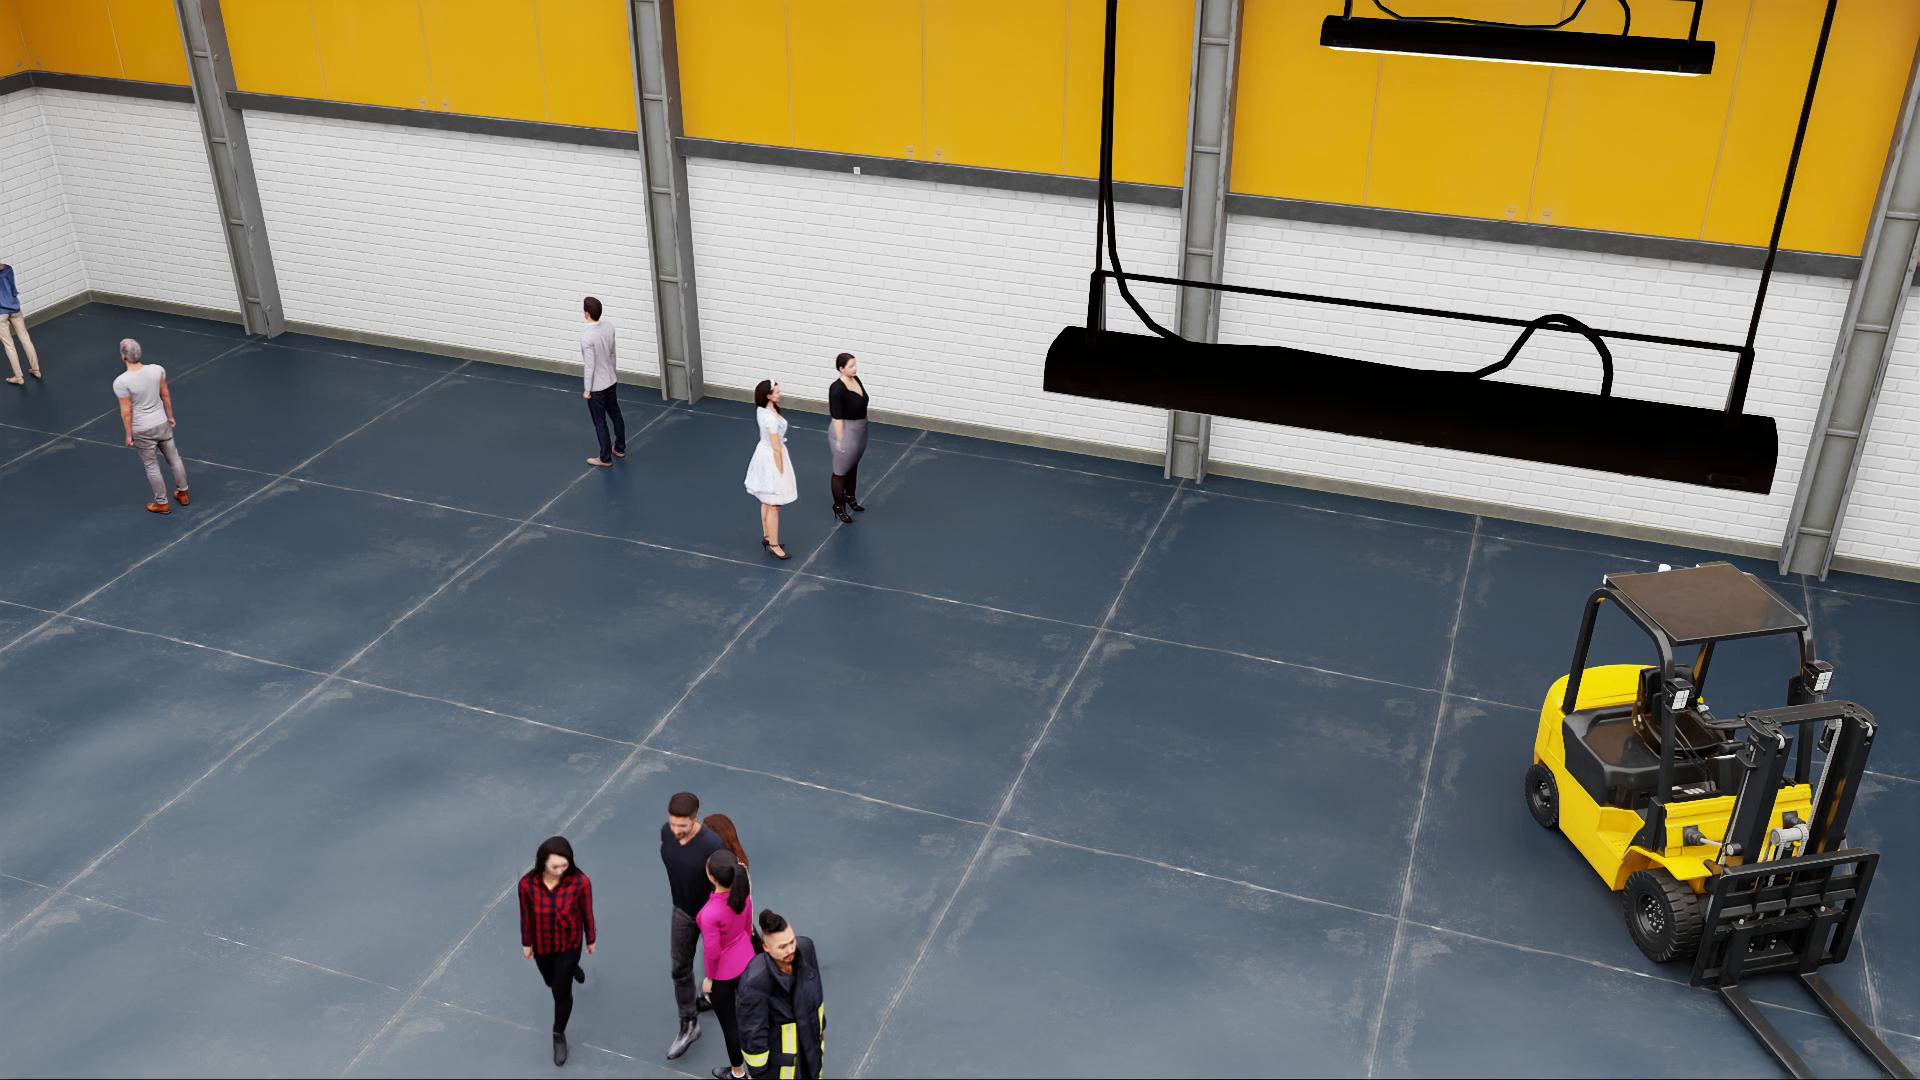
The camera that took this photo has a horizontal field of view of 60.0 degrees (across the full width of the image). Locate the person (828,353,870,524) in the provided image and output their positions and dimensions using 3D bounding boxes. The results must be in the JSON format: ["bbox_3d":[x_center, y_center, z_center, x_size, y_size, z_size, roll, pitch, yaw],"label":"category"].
[{"bbox_3d":[-1.124,-1.036,16.468,0.622,1.760,0.668,12,31,21],"label":"person"}]

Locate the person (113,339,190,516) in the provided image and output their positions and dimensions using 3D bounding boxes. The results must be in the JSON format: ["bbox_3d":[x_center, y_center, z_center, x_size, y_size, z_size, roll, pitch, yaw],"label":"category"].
[{"bbox_3d":[-8.070,-1.141,16.585,0.640,1.832,0.739,17,33,29],"label":"person"}]

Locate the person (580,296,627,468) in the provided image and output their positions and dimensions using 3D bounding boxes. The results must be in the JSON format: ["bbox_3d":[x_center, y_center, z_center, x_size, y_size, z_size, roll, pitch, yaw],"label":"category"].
[{"bbox_3d":[-3.794,-1.683,17.559,0.579,1.852,0.692,12,31,22],"label":"person"}]

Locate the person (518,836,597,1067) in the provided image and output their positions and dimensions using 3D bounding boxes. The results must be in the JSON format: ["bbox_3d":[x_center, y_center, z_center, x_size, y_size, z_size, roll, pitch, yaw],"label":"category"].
[{"bbox_3d":[-2.478,2.424,10.271,0.969,1.620,0.911,-1,29,-2],"label":"person"}]

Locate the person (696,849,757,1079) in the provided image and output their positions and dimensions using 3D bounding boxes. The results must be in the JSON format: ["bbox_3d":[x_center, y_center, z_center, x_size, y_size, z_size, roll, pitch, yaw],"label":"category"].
[{"bbox_3d":[-1.366,2.548,9.962,0.617,1.698,0.630,16,32,27],"label":"person"}]

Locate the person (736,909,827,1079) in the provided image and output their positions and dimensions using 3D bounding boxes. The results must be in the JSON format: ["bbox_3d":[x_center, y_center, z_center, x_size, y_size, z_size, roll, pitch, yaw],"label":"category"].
[{"bbox_3d":[-0.976,2.800,9.329,0.828,1.861,0.856,22,35,34],"label":"person"}]

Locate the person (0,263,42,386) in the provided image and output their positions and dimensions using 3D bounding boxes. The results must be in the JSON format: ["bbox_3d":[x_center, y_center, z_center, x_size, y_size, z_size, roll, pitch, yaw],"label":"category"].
[{"bbox_3d":[-11.210,-2.667,19.524,0.608,1.697,0.650,15,32,25],"label":"person"}]

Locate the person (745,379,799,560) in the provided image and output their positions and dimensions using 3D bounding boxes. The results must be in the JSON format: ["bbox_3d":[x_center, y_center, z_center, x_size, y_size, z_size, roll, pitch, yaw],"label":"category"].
[{"bbox_3d":[-1.778,-0.678,15.754,0.913,1.816,0.859,-10,30,-17],"label":"person"}]

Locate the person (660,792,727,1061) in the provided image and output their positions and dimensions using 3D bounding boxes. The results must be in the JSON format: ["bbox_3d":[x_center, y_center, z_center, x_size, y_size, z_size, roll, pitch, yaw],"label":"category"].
[{"bbox_3d":[-1.561,2.255,10.365,1.172,1.826,0.744,10,30,18],"label":"person"}]

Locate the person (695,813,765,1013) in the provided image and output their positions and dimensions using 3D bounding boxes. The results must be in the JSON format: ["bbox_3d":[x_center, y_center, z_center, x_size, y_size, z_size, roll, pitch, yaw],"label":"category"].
[{"bbox_3d":[-1.358,2.340,10.597,0.950,1.455,0.856,-10,30,-18],"label":"person"}]
